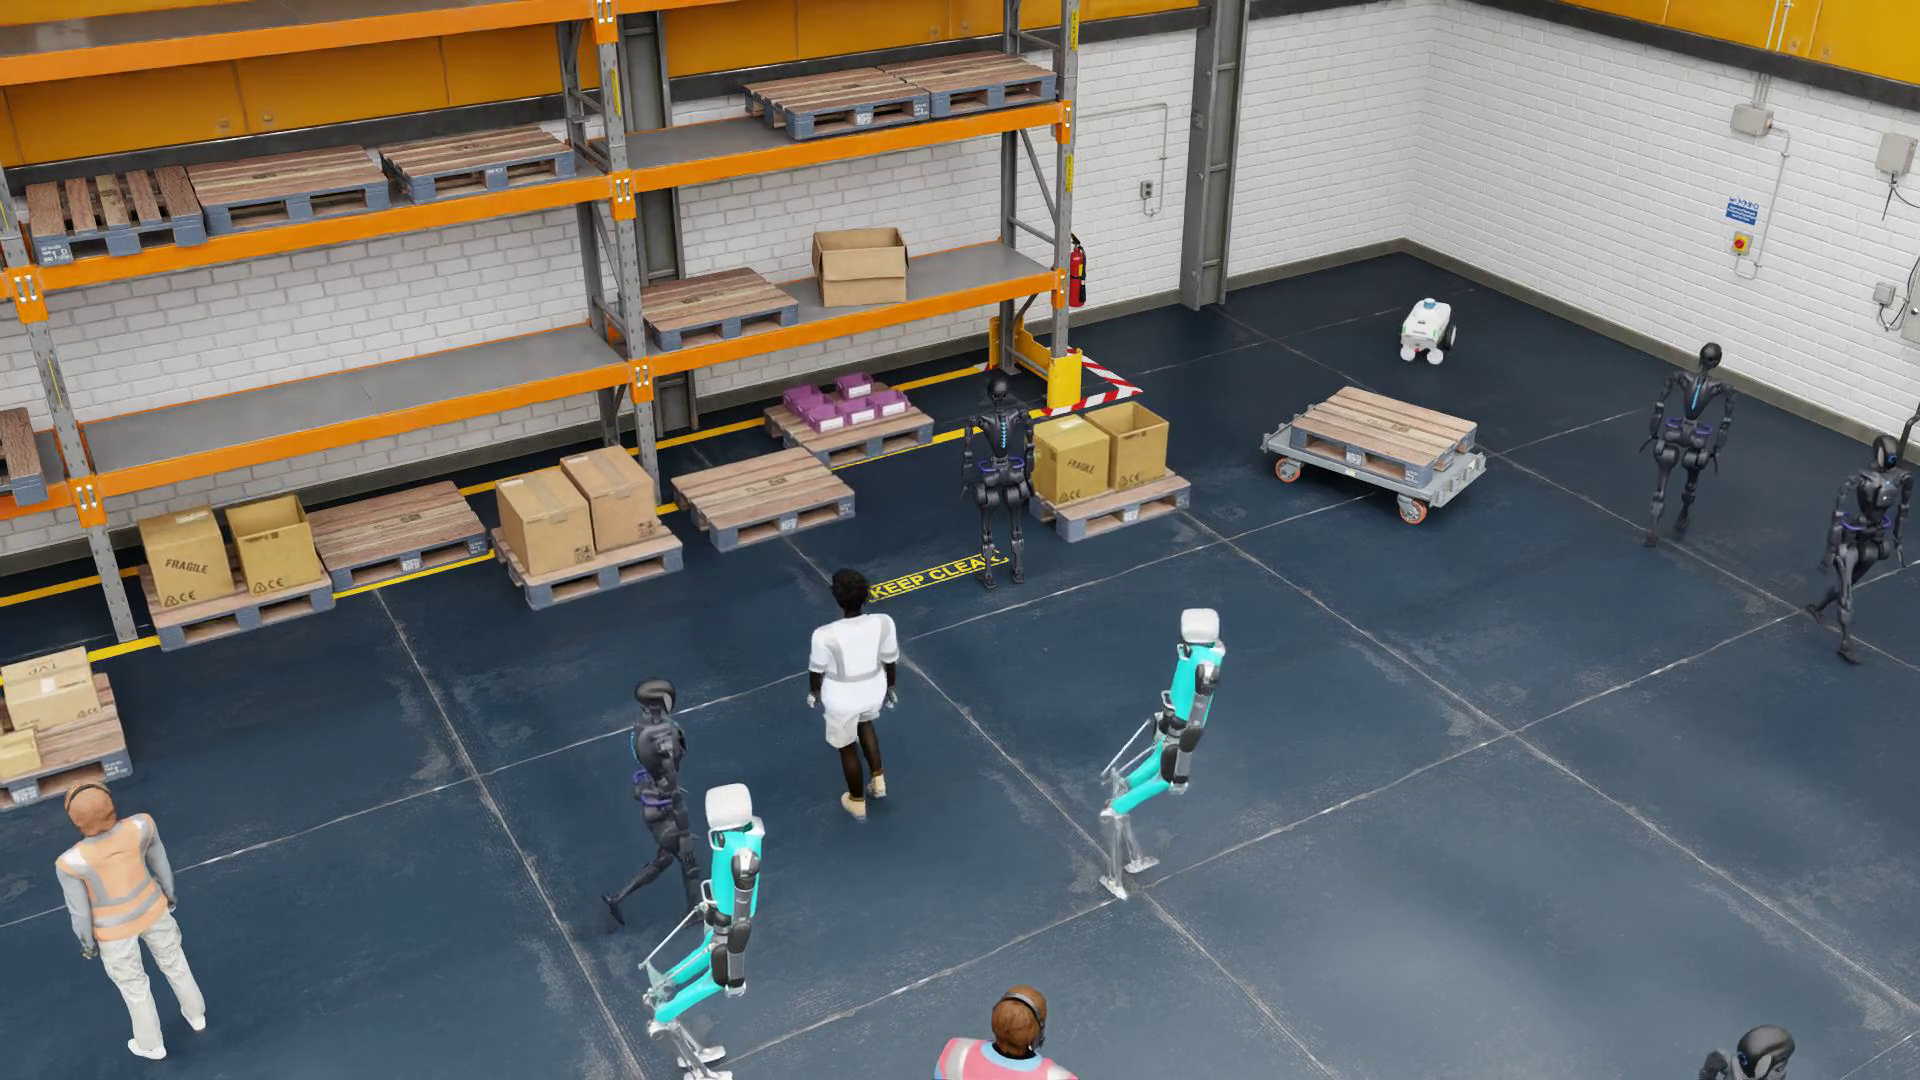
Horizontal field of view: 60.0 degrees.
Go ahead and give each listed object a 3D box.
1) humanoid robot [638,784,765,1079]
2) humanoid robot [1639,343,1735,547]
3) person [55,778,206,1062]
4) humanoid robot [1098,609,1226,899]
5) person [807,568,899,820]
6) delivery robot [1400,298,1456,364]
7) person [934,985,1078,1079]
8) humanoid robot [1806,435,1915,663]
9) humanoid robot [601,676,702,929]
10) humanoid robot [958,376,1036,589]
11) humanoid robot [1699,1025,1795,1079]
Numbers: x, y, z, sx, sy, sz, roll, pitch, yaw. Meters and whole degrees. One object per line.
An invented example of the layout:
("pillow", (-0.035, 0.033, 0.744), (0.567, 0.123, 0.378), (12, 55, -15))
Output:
("humanoid robot", (-1.283, 1.952, 7.968), (0.765, 1.719, 0.530), (-8, 30, -13))
("humanoid robot", (5.643, -0.787, 12.961), (0.595, 1.634, 0.711), (16, 33, 26))
("person", (-4.115, 1.885, 8.245), (0.310, 1.636, 0.519), (19, 35, 30))
("humanoid robot", (1.018, 1.204, 9.360), (0.850, 1.783, 0.580), (-1, 29, -1))
("person", (-0.641, 0.913, 9.915), (0.530, 1.675, 0.394), (-17, 34, -27))
("delivery robot", (4.601, -2.090, 16.374), (0.522, 0.586, 0.743), (13, 32, 22))
("person", (0.211, 2.564, 6.853), (0.628, 1.836, 0.431), (11, 31, 18))
("humanoid robot", (6.299, 0.011, 11.583), (0.588, 1.629, 0.792), (-3, 30, -6))
("humanoid robot", (-1.661, 1.456, 8.980), (0.633, 1.631, 0.591), (-12, 32, -21))
("humanoid robot", (0.280, -0.432, 12.293), (0.599, 1.657, 0.315), (-7, 30, -13))
("humanoid robot", (3.209, 2.654, 6.882), (0.608, 1.654, 0.608), (-12, 32, -20))
